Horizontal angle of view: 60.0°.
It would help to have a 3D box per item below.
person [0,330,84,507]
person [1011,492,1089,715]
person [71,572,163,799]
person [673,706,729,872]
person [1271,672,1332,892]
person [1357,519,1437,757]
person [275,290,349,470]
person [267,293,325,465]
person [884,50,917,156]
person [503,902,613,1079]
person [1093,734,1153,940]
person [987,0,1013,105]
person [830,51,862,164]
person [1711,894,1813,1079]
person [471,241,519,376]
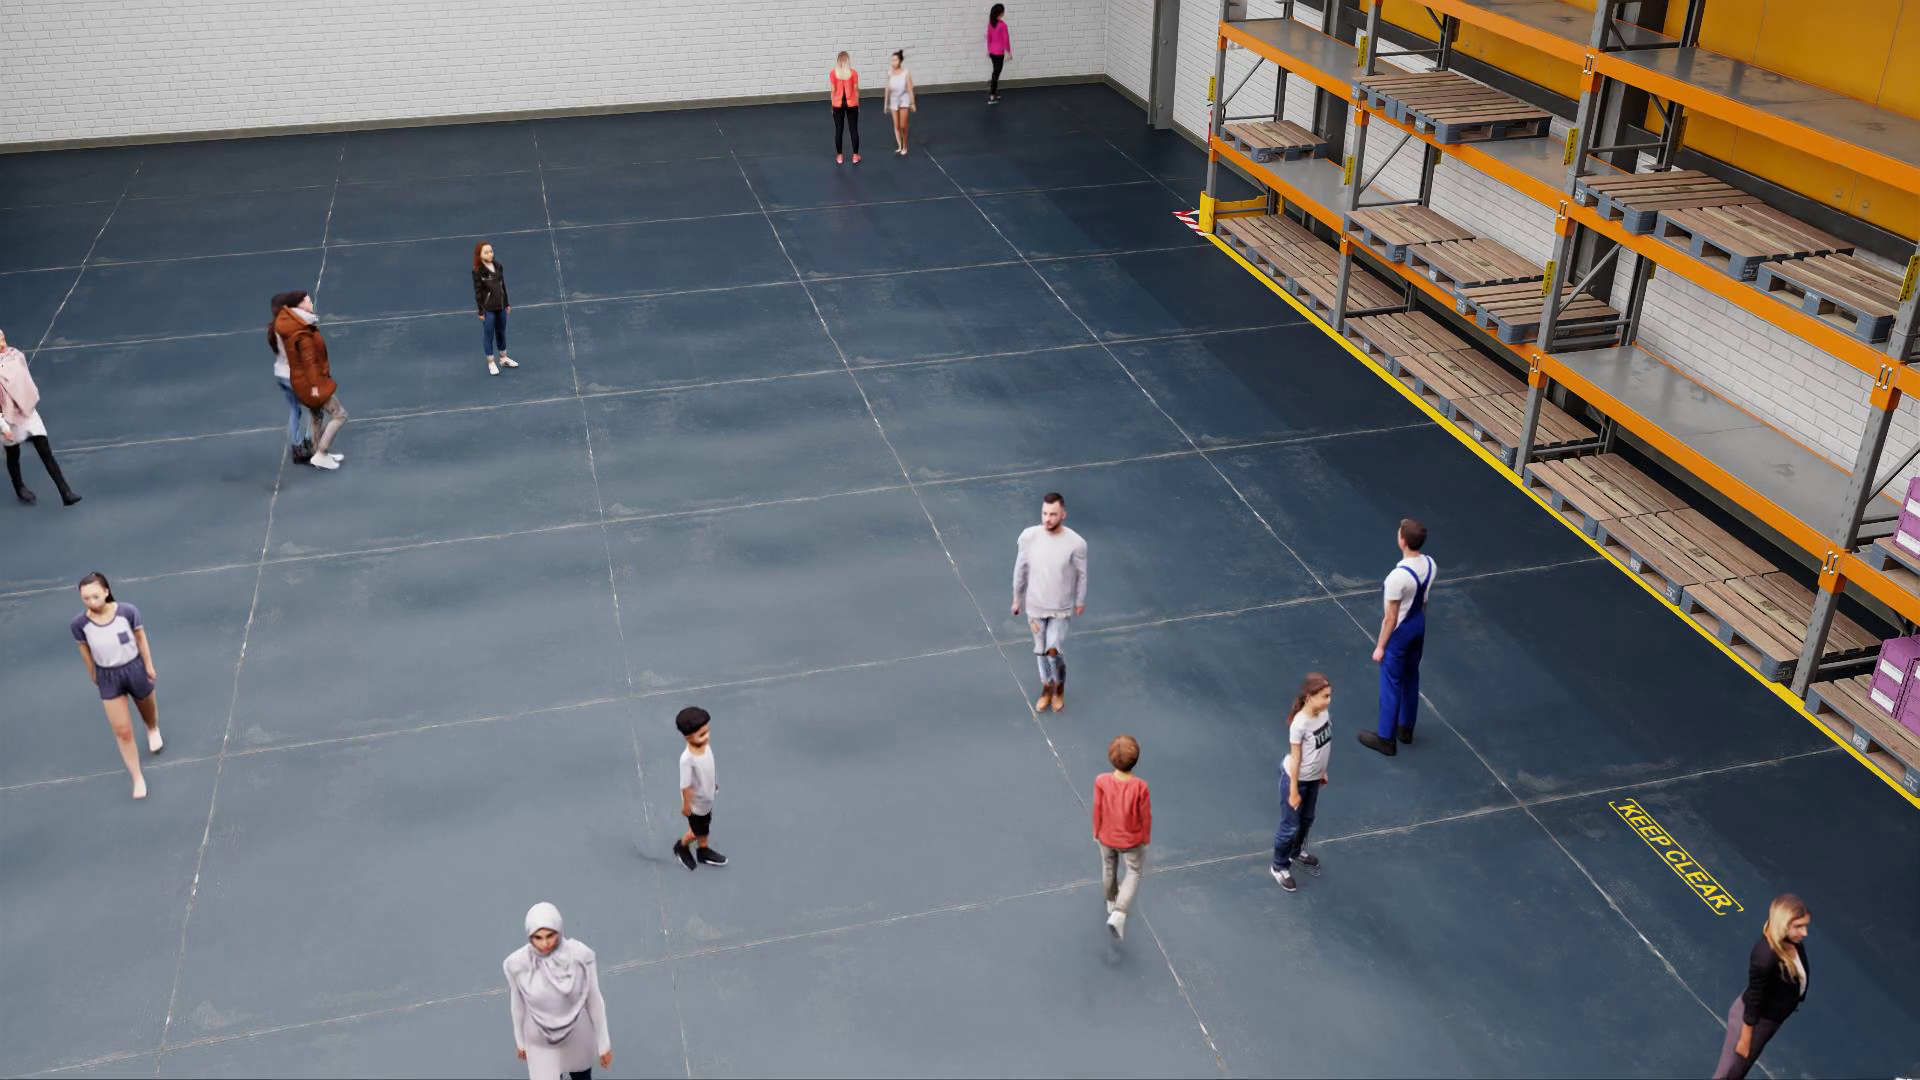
[{"bbox_3d":[-8.807,-1.116,15.394,1.203,1.758,1.105,18,33,29],"label":"person"},{"bbox_3d":[0.689,0.434,12.481,0.797,1.826,0.833,11,31,19],"label":"person"},{"bbox_3d":[-5.907,0.946,11.763,0.745,1.615,1.085,-14,32,-24],"label":"person"},{"bbox_3d":[-1.771,1.619,10.910,0.673,1.249,0.616,8,30,15],"label":"person"},{"bbox_3d":[2.216,1.529,10.755,0.641,1.557,0.662,-22,35,-34],"label":"person"},{"bbox_3d":[3.185,0.691,11.986,0.708,1.849,0.694,-20,34,-32],"label":"person"},{"bbox_3d":[-6.321,-1.498,16.024,0.894,1.824,0.792,-25,37,-37],"label":"person"},{"bbox_3d":[-6.590,-1.542,16.233,0.805,1.702,0.727,-23,36,-36],"label":"person"},{"bbox_3d":[-0.912,-6.882,26.128,0.773,1.599,0.822,9,30,17],"label":"person"},{"bbox_3d":[-2.069,2.551,8.676,0.660,1.753,0.981,-6,29,-11],"label":"person"},{"bbox_3d":[0.995,1.852,10.319,0.766,1.407,0.882,9,30,15],"label":"person"},{"bbox_3d":[0.578,-8.417,28.852,0.756,1.686,0.700,-22,36,-35],"label":"person"},{"bbox_3d":[-1.771,-6.683,25.667,0.648,1.693,0.626,1,29,1],"label":"person"},{"bbox_3d":[4.189,2.540,8.783,0.698,1.670,0.679,24,37,37],"label":"person"},{"bbox_3d":[-5.174,-2.590,18.382,0.682,1.484,0.640,20,34,32],"label":"person"}]
